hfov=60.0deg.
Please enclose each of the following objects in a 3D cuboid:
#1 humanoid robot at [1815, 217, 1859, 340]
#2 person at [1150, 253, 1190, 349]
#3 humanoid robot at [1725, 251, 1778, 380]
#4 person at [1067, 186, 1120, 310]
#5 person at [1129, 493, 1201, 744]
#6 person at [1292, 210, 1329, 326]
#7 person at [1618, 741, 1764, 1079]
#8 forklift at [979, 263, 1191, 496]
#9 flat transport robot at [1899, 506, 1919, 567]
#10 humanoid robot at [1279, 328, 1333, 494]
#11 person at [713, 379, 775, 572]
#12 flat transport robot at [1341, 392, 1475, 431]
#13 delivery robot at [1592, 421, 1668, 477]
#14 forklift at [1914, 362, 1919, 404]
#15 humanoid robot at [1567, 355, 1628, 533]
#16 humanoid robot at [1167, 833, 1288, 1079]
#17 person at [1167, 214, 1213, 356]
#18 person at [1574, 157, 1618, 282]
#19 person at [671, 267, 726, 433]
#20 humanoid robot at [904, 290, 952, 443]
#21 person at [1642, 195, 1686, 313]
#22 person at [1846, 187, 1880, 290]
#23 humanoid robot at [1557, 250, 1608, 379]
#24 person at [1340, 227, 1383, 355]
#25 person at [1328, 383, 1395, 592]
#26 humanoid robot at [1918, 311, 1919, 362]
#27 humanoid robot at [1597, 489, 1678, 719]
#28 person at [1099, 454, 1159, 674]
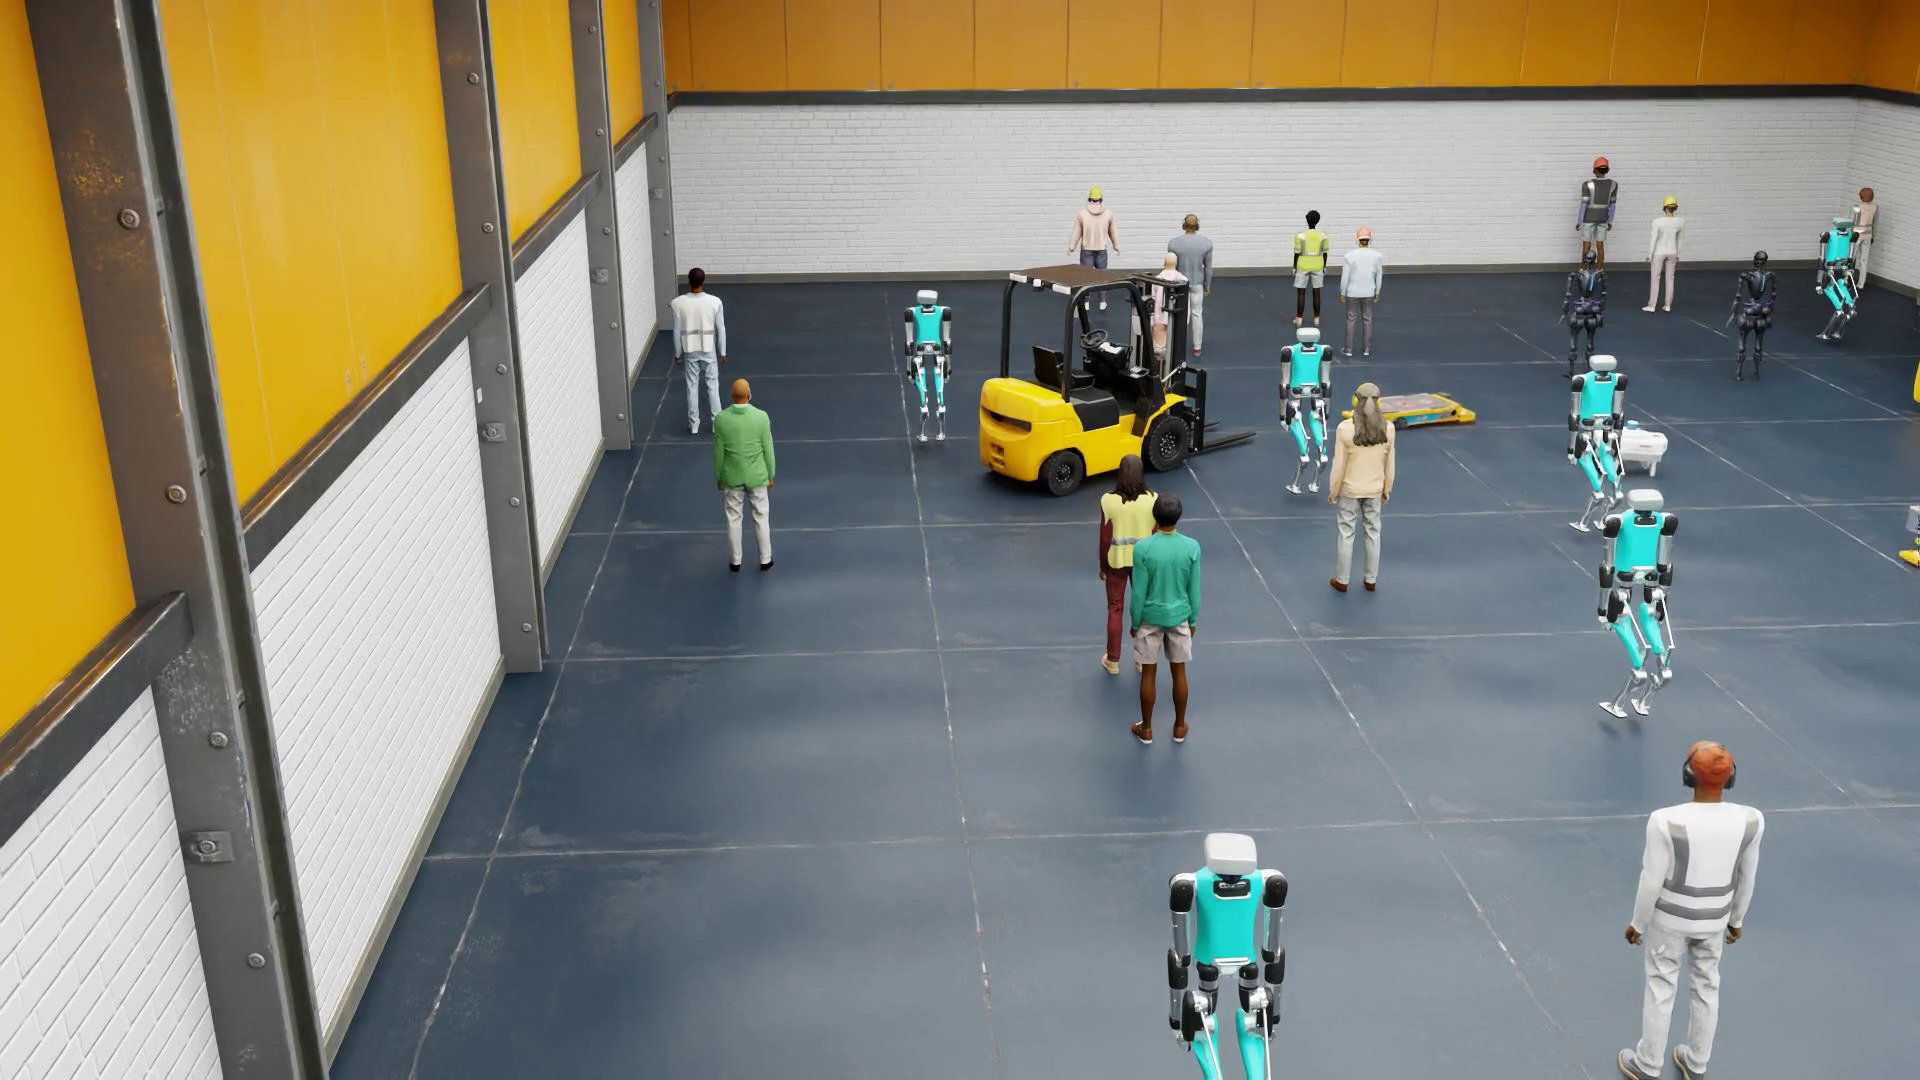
[{"bbox_3d":[12.250,-3.593,23.093,0.533,1.677,0.735,-1,20,-4],"label":"humanoid robot"},{"bbox_3d":[2.601,-2.688,20.751,0.532,1.781,0.402,-1,20,-3],"label":"person"},{"bbox_3d":[10.230,-2.902,21.474,0.599,1.655,0.315,-1,20,-4],"label":"humanoid robot"},{"bbox_3d":[2.055,-4.460,25.459,0.812,1.865,0.420,-1,20,-3],"label":"person"},{"bbox_3d":[1.447,0.571,11.780,0.502,1.847,0.379,-1,20,-3],"label":"person"},{"bbox_3d":[5.128,-3.982,24.402,0.538,1.695,0.318,-1,20,-3],"label":"person"},{"bbox_3d":[3.587,1.868,8.196,0.580,1.882,0.338,-1,20,-3],"label":"person"},{"bbox_3d":[1.315,-1.764,17.646,2.313,2.155,1.214,-14,24,-33],"label":"forklift"},{"bbox_3d":[9.457,0.163,15.183,1.431,0.231,0.659,-3,20,-8],"label":"flat transport robot"},{"bbox_3d":[3.514,-1.255,16.725,0.533,1.676,0.735,-1,20,-4],"label":"humanoid robot"},{"bbox_3d":[-1.939,-0.575,14.998,0.547,1.782,0.383,-1,20,-3],"label":"person"},{"bbox_3d":[5.336,-1.525,19.783,1.431,0.231,0.659,-7,21,-19],"label":"flat transport robot"},{"bbox_3d":[7.161,-0.973,17.890,0.784,0.612,0.509,4,21,11],"label":"delivery robot"},{"bbox_3d":[12.602,-2.435,19.475,2.313,2.155,1.214,-1,20,-4],"label":"forklift"},{"bbox_3d":[6.049,-0.861,15.651,0.533,1.676,0.735,-1,20,-4],"label":"humanoid robot"},{"bbox_3d":[1.214,2.178,7.369,0.533,1.677,0.735,-1,20,-4],"label":"humanoid robot"},{"bbox_3d":[3.110,-3.462,22.639,0.632,1.937,0.354,-1,20,-3],"label":"person"},{"bbox_3d":[10.486,-5.294,27.484,0.611,2.039,0.390,-1,20,-3],"label":"person"},{"bbox_3d":[-2.996,-2.177,19.167,0.592,1.917,0.374,-1,20,-3],"label":"person"},{"bbox_3d":[-0.335,-1.884,18.435,0.533,1.677,0.735,-1,20,-4],"label":"humanoid robot"},{"bbox_3d":[10.697,-4.341,25.284,0.530,1.765,0.325,-1,20,-3],"label":"person"},{"bbox_3d":[14.549,-4.868,26.900,0.519,1.636,0.310,-1,20,-3],"label":"person"},{"bbox_3d":[8.069,-2.926,21.536,0.599,1.657,0.315,-1,20,-4],"label":"humanoid robot"},{"bbox_3d":[5.466,-3.402,22.744,0.569,1.747,0.339,-1,20,-3],"label":"person"},{"bbox_3d":[3.500,-0.444,14.508,0.562,1.875,0.390,-1,20,-3],"label":"person"},{"bbox_3d":[13.126,-3.153,22.158,0.599,1.655,0.315,-1,20,-4],"label":"humanoid robot"},{"bbox_3d":[4.903,0.513,11.906,0.533,1.676,0.735,-1,20,-4],"label":"humanoid robot"},{"bbox_3d":[1.310,0.198,12.909,0.473,1.767,0.360,-1,20,-3],"label":"person"}]
